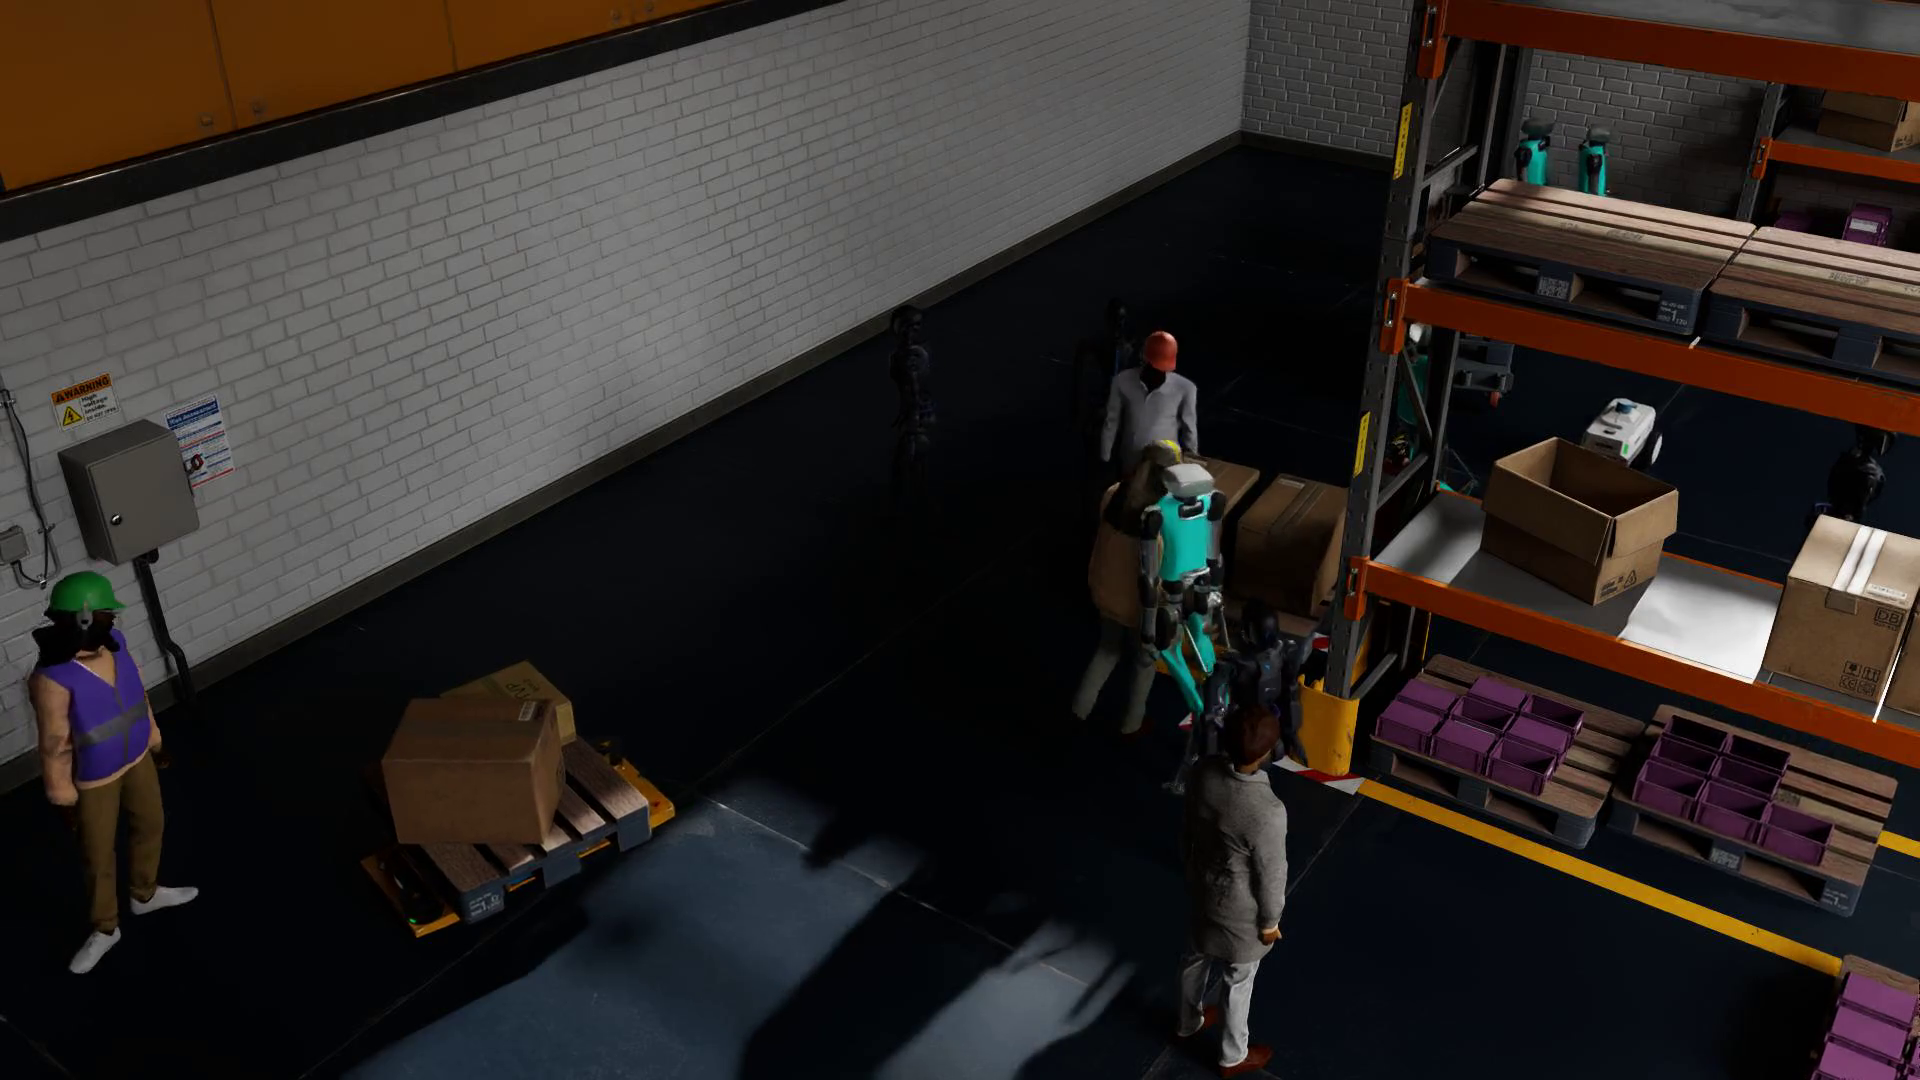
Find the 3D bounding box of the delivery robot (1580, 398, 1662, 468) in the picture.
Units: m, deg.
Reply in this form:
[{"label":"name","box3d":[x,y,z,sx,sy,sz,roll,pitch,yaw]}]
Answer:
[{"label":"delivery robot","box3d":[4.757,-0.739,12.035,0.499,0.593,0.789,20,35,30]}]

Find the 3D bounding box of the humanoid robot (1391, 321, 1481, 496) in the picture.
[{"label":"humanoid robot","box3d":[3.025,-0.504,10.537,0.658,1.884,0.551,-8,31,-14]}]

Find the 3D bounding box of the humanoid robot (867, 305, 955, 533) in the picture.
[{"label":"humanoid robot","box3d":[-0.333,-0.773,10.998,0.586,1.651,0.602,-3,30,-6]}]

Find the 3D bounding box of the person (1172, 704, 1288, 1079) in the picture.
[{"label":"person","box3d":[1.139,1.467,6.934,0.365,1.829,0.514,-23,37,-34]}]

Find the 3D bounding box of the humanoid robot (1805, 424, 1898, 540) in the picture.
[{"label":"humanoid robot","box3d":[5.000,0.008,9.623,0.415,1.646,0.611,8,31,13]}]

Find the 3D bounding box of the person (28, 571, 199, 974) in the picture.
[{"label":"person","box3d":[-3.971,1.071,7.569,0.406,1.891,0.779,10,31,16]}]

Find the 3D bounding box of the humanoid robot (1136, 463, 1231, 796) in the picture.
[{"label":"humanoid robot","box3d":[1.272,0.523,8.666,0.532,1.783,0.790,-17,34,-27]}]

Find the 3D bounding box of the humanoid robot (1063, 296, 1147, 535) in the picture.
[{"label":"humanoid robot","box3d":[0.983,-0.822,11.059,0.590,1.651,0.367,-2,30,-4]}]

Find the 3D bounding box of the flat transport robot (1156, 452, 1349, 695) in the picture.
[{"label":"flat transport robot","box3d":[1.692,0.461,10.240,0.659,0.231,1.431,16,34,26]}]

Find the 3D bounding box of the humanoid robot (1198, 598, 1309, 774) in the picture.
[{"label":"humanoid robot","box3d":[1.379,0.982,7.930,0.599,1.650,0.440,-13,33,-22]}]

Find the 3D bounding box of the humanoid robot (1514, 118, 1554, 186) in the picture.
[{"label":"humanoid robot","box3d":[5.065,-2.655,14.209,0.821,1.786,0.535,21,36,32]}]

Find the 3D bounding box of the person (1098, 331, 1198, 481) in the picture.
[{"label":"person","box3d":[1.173,-0.527,10.489,0.529,1.730,0.450,21,36,32]}]

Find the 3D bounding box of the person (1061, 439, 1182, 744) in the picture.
[{"label":"person","box3d":[0.889,0.329,8.911,0.639,1.829,0.569,-26,39,-37]}]

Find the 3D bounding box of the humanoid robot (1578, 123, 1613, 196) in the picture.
[{"label":"humanoid robot","box3d":[5.549,-2.620,14.144,0.798,1.800,0.530,7,31,12]}]

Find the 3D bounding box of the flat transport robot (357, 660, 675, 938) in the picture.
[{"label":"flat transport robot","box3d":[-2.240,1.481,8.470,1.431,0.231,0.659,-23,37,-34]}]
